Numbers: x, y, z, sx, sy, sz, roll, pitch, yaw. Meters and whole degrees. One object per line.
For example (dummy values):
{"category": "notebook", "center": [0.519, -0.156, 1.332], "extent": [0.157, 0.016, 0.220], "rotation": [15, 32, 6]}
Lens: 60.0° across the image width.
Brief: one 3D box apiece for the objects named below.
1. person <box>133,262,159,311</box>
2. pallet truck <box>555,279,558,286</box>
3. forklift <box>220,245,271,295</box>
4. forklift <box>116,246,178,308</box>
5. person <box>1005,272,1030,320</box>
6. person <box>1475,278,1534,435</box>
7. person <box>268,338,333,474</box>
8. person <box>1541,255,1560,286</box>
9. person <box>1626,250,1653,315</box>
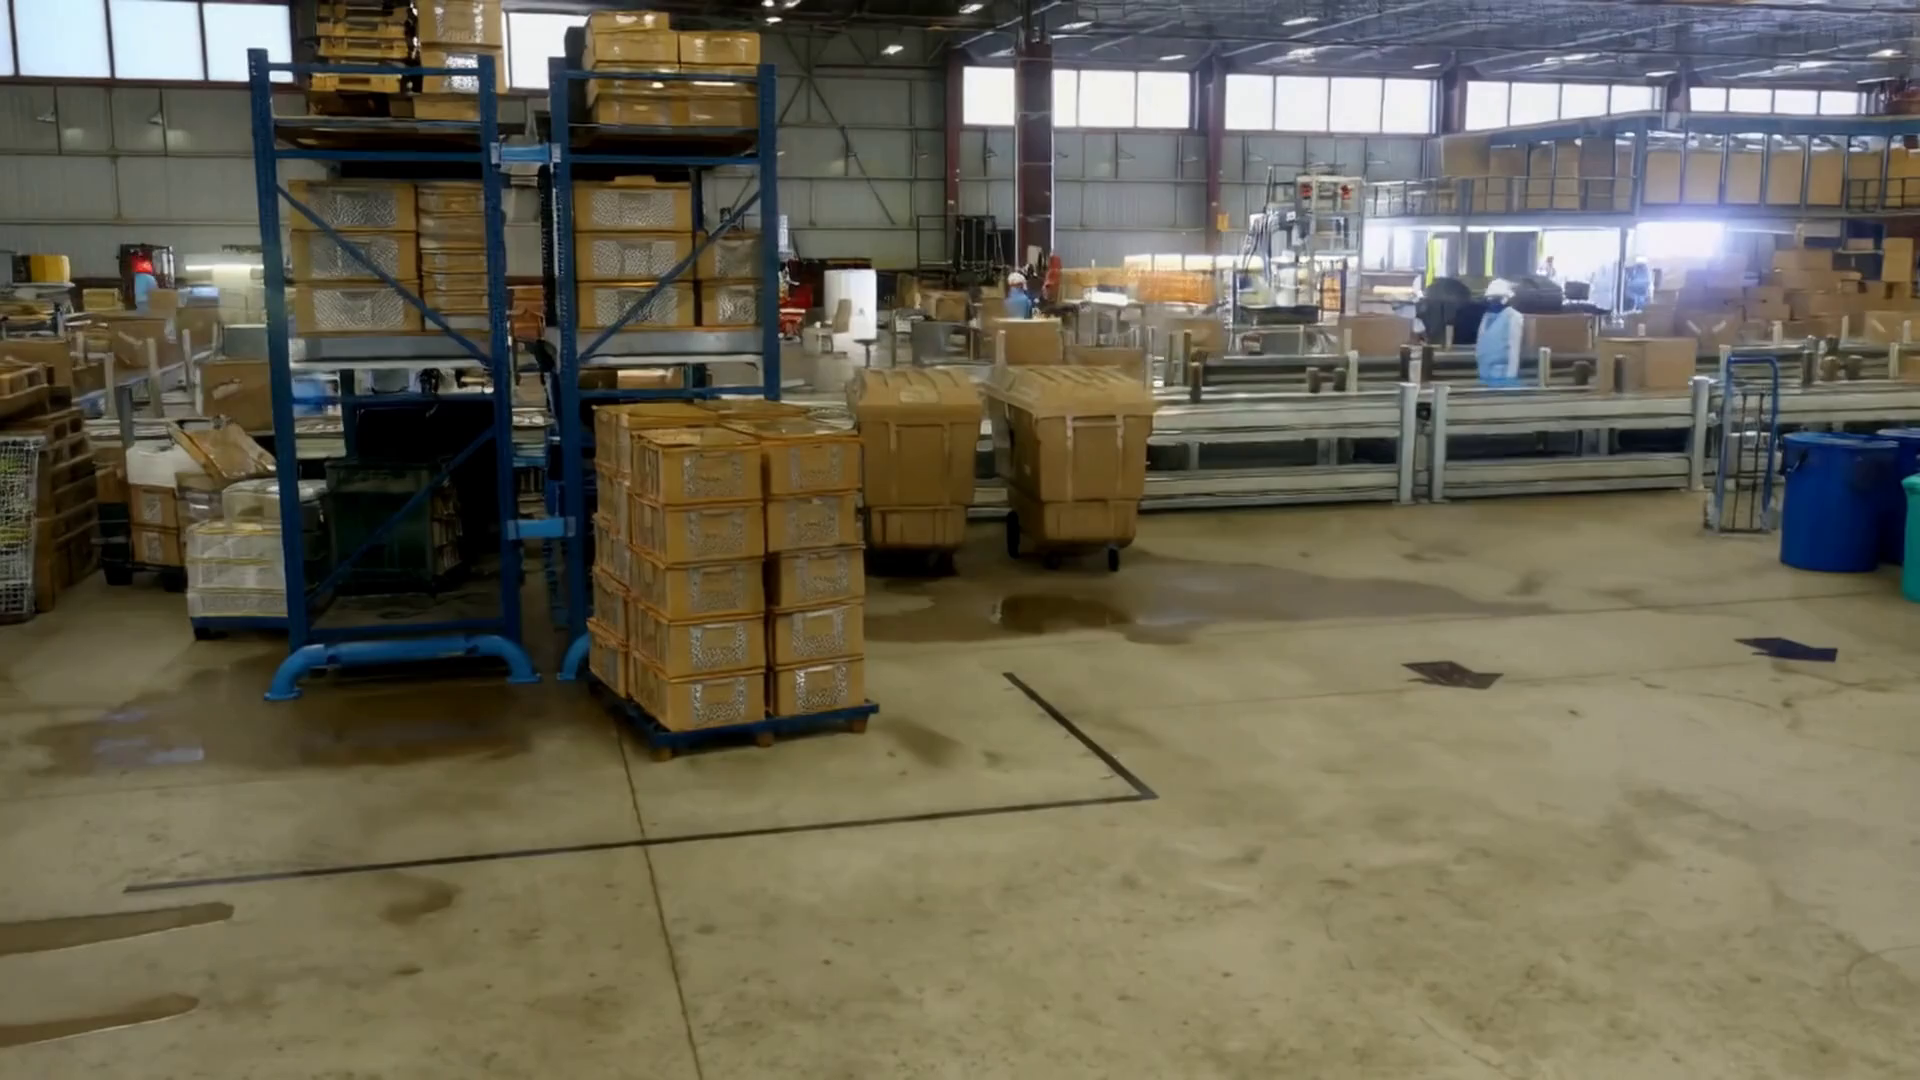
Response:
{"category": "person", "center": [-17.364, -5.039, 35.588], "extent": [0.615, 1.792, 0.941], "rotation": [4, 11, 21]}
{"category": "pallet truck", "center": [-10.604, -6.375, 44.520], "extent": [0.653, 1.274, 1.630], "rotation": [-3, 10, -15]}
{"category": "forklift", "center": [-17.749, -6.334, 41.440], "extent": [1.157, 1.987, 2.680], "rotation": [-3, 10, -17]}
{"category": "forklift", "center": [-19.966, -6.232, 40.894], "extent": [1.157, 1.987, 2.680], "rotation": [-3, 10, -15]}
{"category": "person", "center": [0.784, -2.880, 23.417], "extent": [0.312, 1.769, 0.525], "rotation": [7, 12, 36]}
{"category": "person", "center": [5.460, -1.730, 16.769], "extent": [0.654, 1.810, 0.602], "rotation": [-3, 11, -18]}
{"category": "person", "center": [-5.439, -1.125, 13.843], "extent": [0.906, 1.624, 0.541], "rotation": [-7, 12, -35]}
{"category": "person", "center": [18.824, -8.167, 53.151], "extent": [0.591, 1.847, 0.956], "rotation": [-2, 10, -11]}
{"category": "person", "center": [16.924, -6.202, 41.469], "extent": [0.608, 2.034, 0.397], "rotation": [2, 10, 12]}
